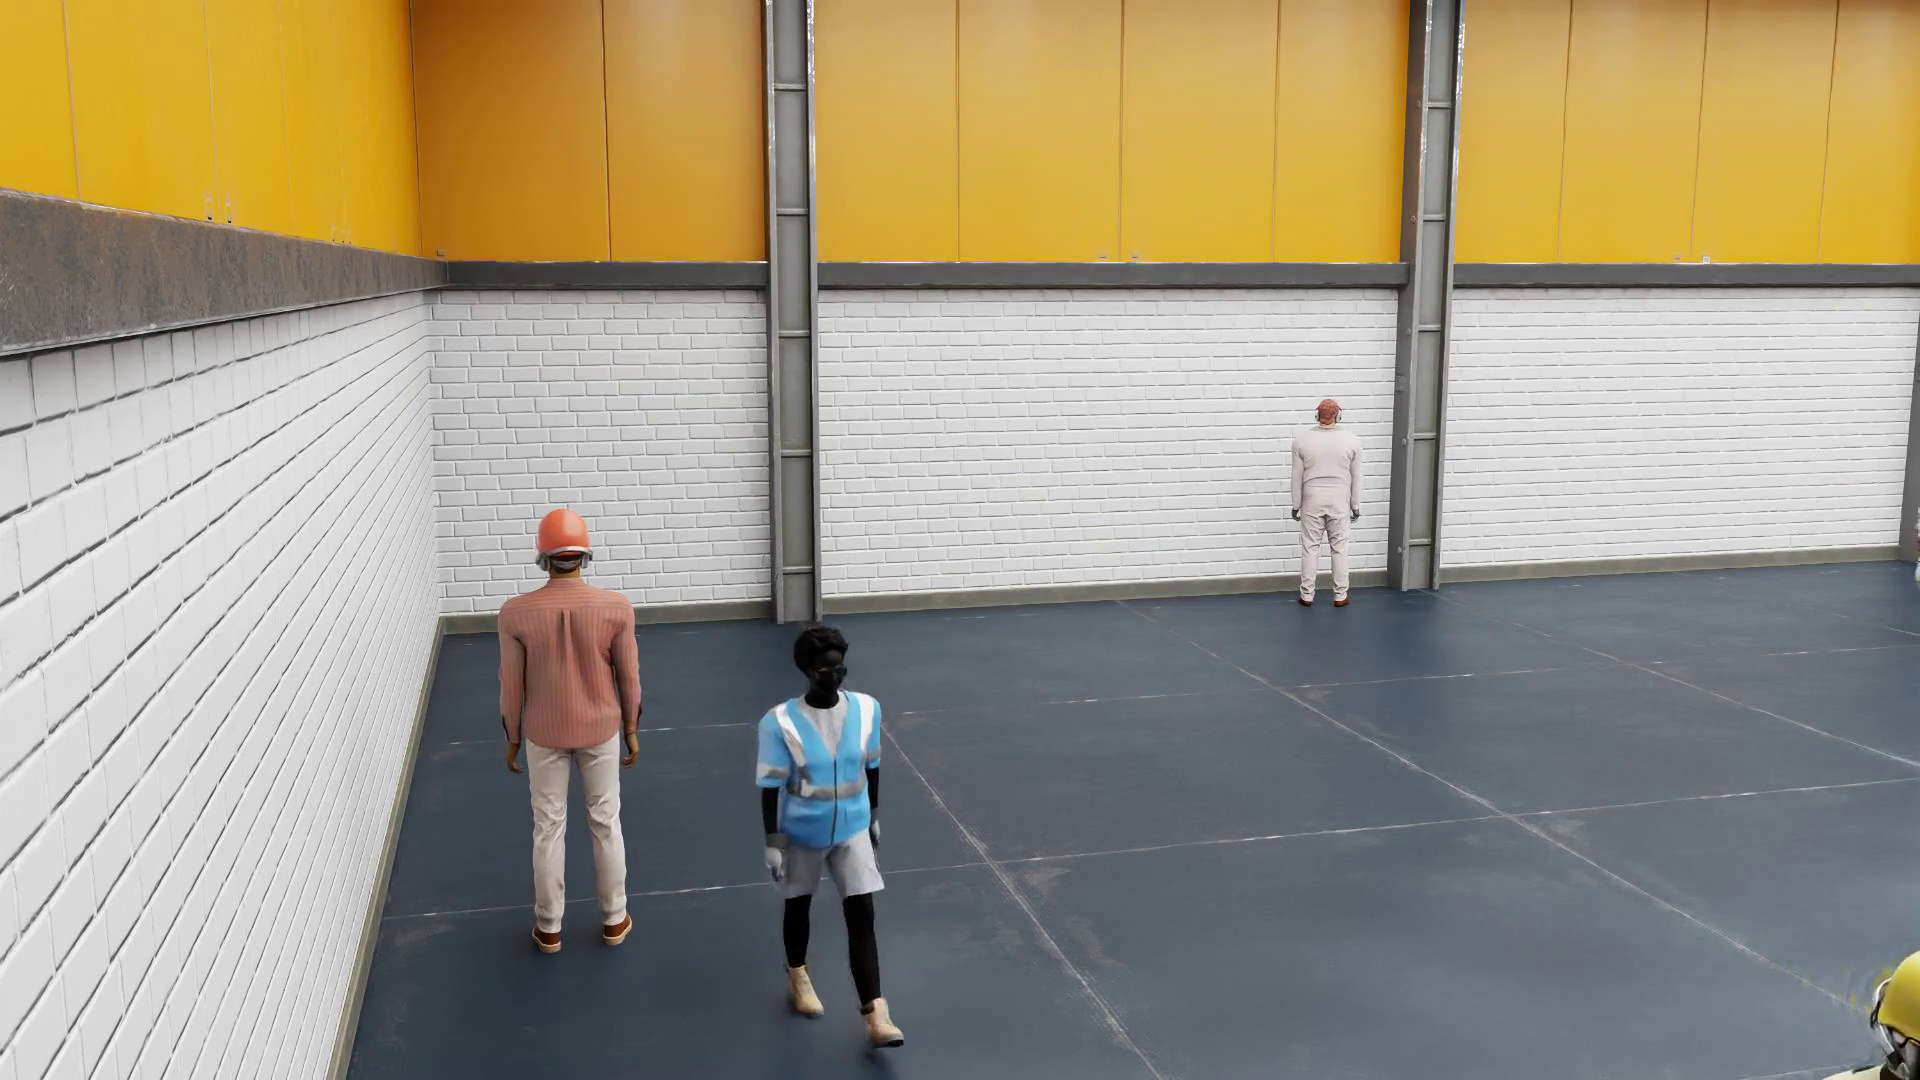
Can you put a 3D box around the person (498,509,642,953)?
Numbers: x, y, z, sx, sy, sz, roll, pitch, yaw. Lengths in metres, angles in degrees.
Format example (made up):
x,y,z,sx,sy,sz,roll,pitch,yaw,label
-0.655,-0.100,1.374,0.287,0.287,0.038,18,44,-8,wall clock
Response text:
x,y,z,sx,sy,sz,roll,pitch,yaw,label
-1.734,0.851,7.442,0.618,1.997,0.373,-2,9,-15,person

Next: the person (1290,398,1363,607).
x,y,z,sx,sy,sz,roll,pitch,yaw,label
3.327,-0.335,15.129,0.641,1.908,0.407,2,9,11,person

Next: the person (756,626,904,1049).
x,y,z,sx,sy,sz,roll,pitch,yaw,label
-0.512,1.165,6.512,0.552,1.652,0.863,-4,10,-23,person

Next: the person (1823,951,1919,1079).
x,y,z,sx,sy,sz,roll,pitch,yaw,label
1.784,1.626,3.158,0.627,1.816,0.425,-2,9,-11,person

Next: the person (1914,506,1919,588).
x,y,z,sx,sy,sz,roll,pitch,yaw,label
8.105,-0.040,13.564,0.417,1.812,0.616,-6,11,-31,person
